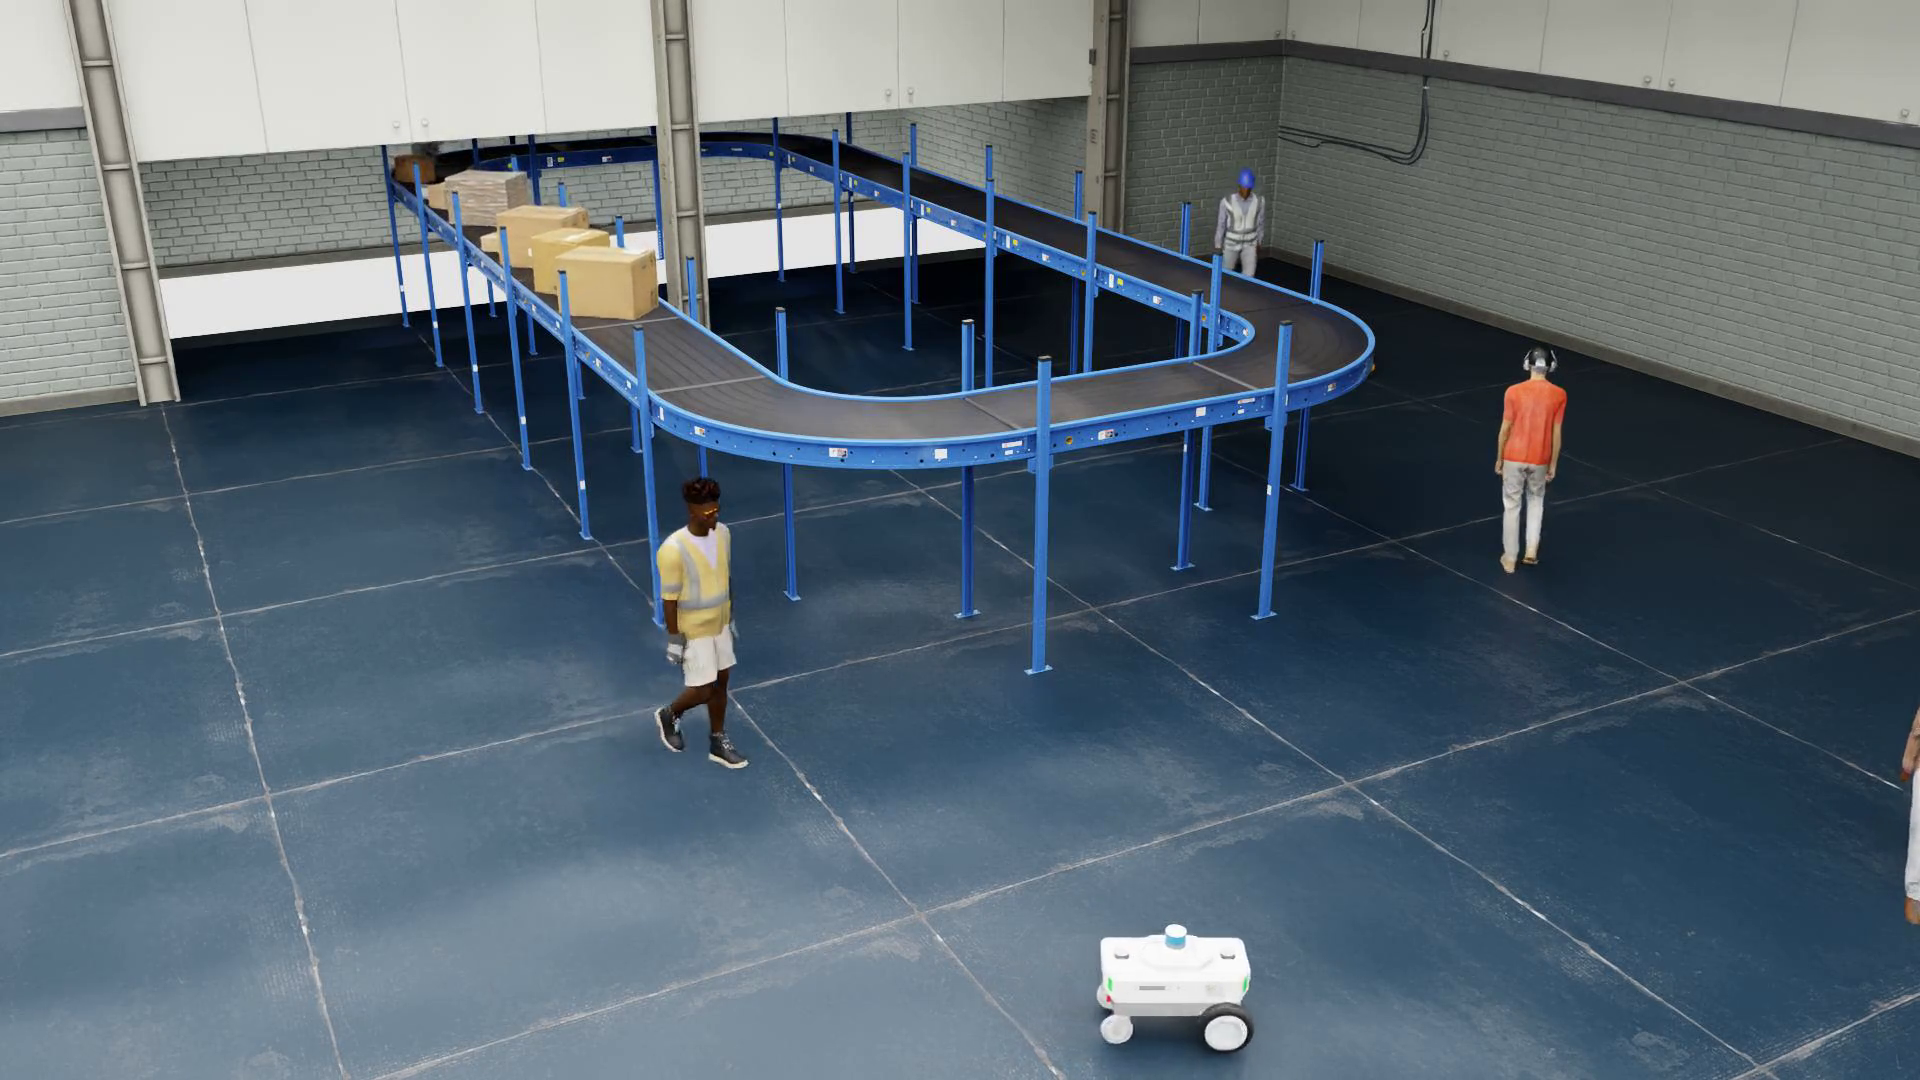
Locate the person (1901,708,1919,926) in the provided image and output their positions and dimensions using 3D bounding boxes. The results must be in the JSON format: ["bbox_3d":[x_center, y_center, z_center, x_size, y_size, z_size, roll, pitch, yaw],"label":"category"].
[{"bbox_3d":[5.362,1.231,9.011,0.480,1.634,0.663,7,23,16],"label":"person"}]

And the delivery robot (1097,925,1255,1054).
[{"bbox_3d":[1.074,2.171,8.150,0.796,0.612,0.499,0,22,0],"label":"delivery robot"}]

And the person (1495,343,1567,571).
[{"bbox_3d":[4.538,-0.656,13.335,0.472,1.899,0.428,3,22,7],"label":"person"}]

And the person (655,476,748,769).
[{"bbox_3d":[-1.627,0.520,10.354,0.537,1.947,0.633,13,26,30],"label":"person"}]

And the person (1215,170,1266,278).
[{"bbox_3d":[3.520,-3.733,20.952,0.631,1.892,0.860,-1,22,-1],"label":"person"}]

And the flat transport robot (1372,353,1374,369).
[{"bbox_3d":[4.294,-2.252,19.442,0.659,0.231,1.431,-2,22,-5],"label":"flat transport robot"}]
